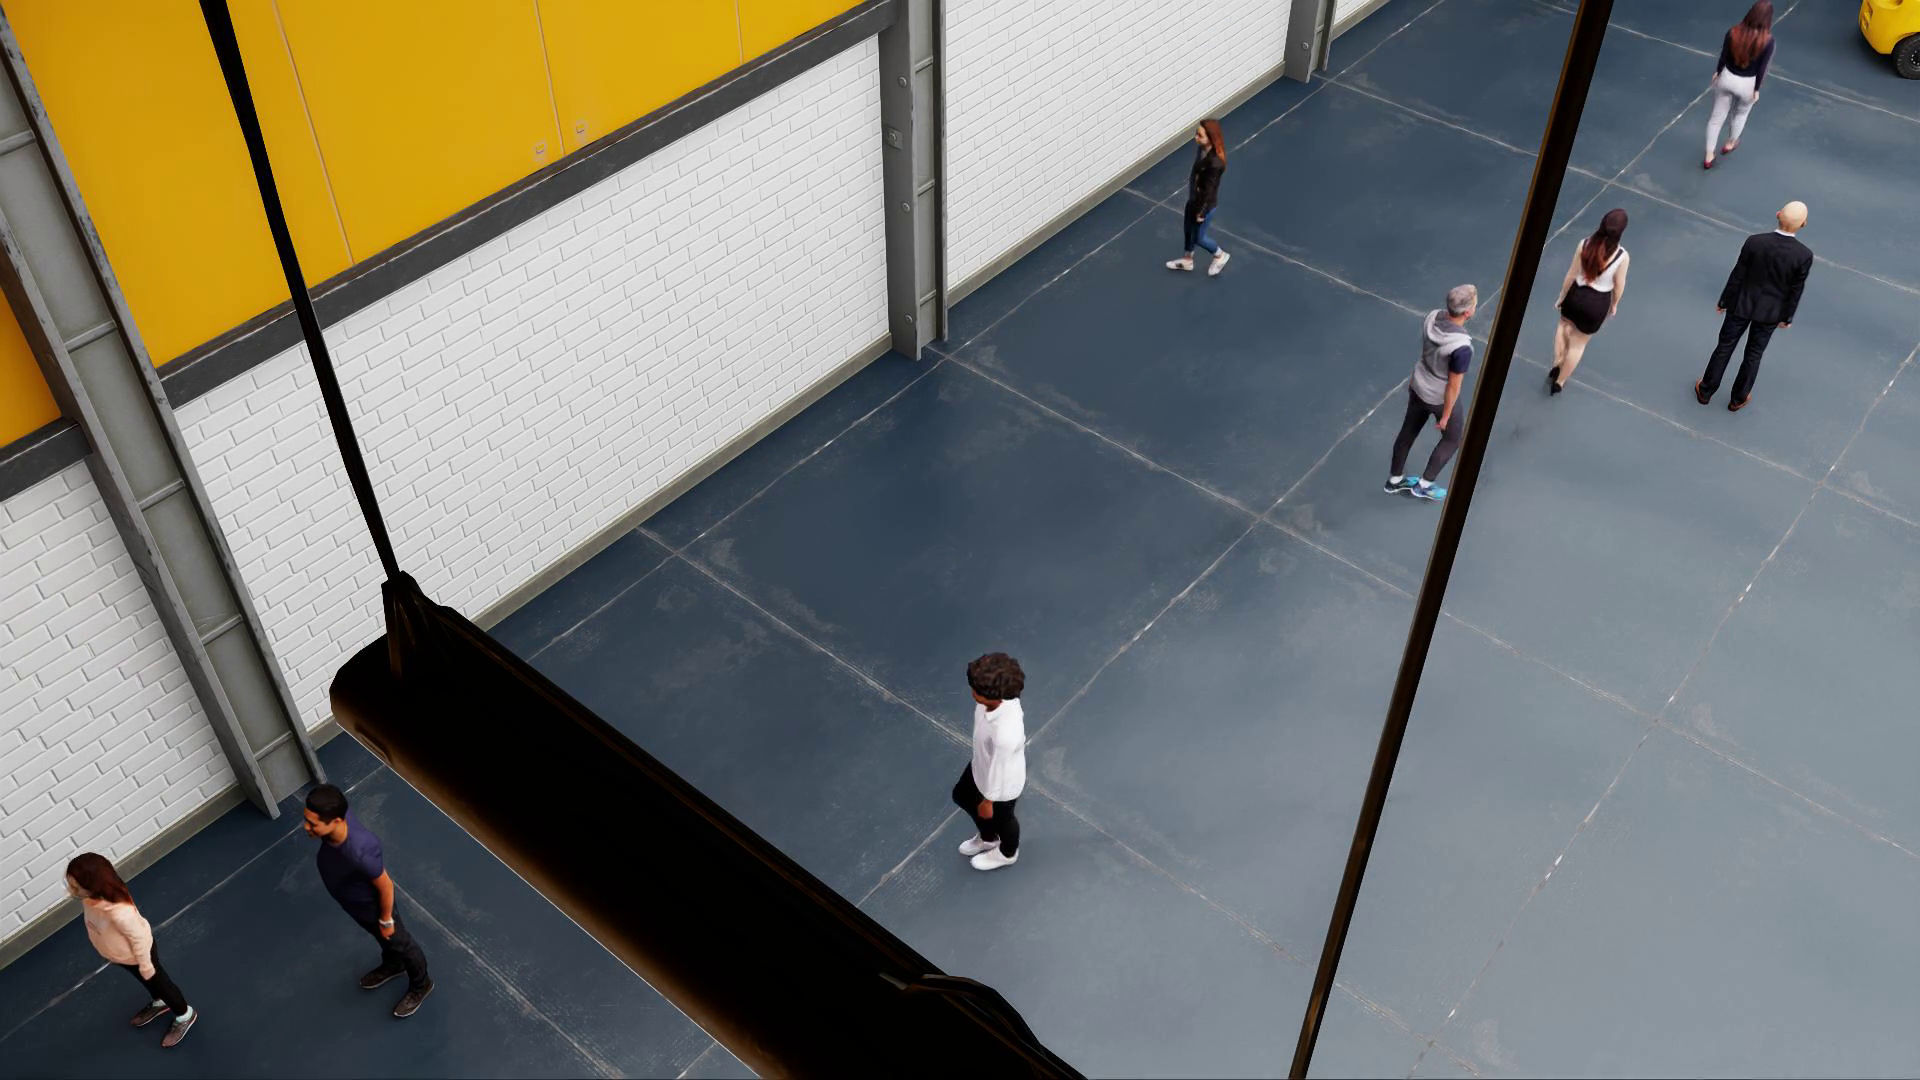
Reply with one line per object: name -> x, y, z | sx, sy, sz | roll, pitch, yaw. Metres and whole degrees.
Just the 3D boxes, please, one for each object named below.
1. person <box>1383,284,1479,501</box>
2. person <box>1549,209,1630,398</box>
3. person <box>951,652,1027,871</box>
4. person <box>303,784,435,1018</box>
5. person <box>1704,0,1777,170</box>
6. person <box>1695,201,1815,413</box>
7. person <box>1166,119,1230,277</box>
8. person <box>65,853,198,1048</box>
person -> 3.257, -1.001, 11.714 | 0.830, 1.810, 0.813 | -15, 46, -16
person -> 4.723, -1.741, 12.615 | 0.636, 1.639, 0.648 | 22, 48, 21
person -> 0.280, 1.266, 9.342 | 0.826, 1.798, 0.783 | -8, 44, -8
person -> -3.105, 1.859, 8.724 | 0.642, 1.793, 0.503 | 30, 51, 28
person -> 7.052, -4.112, 15.139 | 0.628, 1.590, 0.796 | 28, 50, 26
person -> 5.989, -1.753, 12.511 | 0.743, 1.800, 0.665 | 19, 47, 19
person -> 2.071, -2.835, 13.886 | 0.839, 1.471, 0.757 | -9, 44, -9
person -> -4.344, 2.115, 8.679 | 0.587, 1.484, 0.536 | 25, 49, 24
